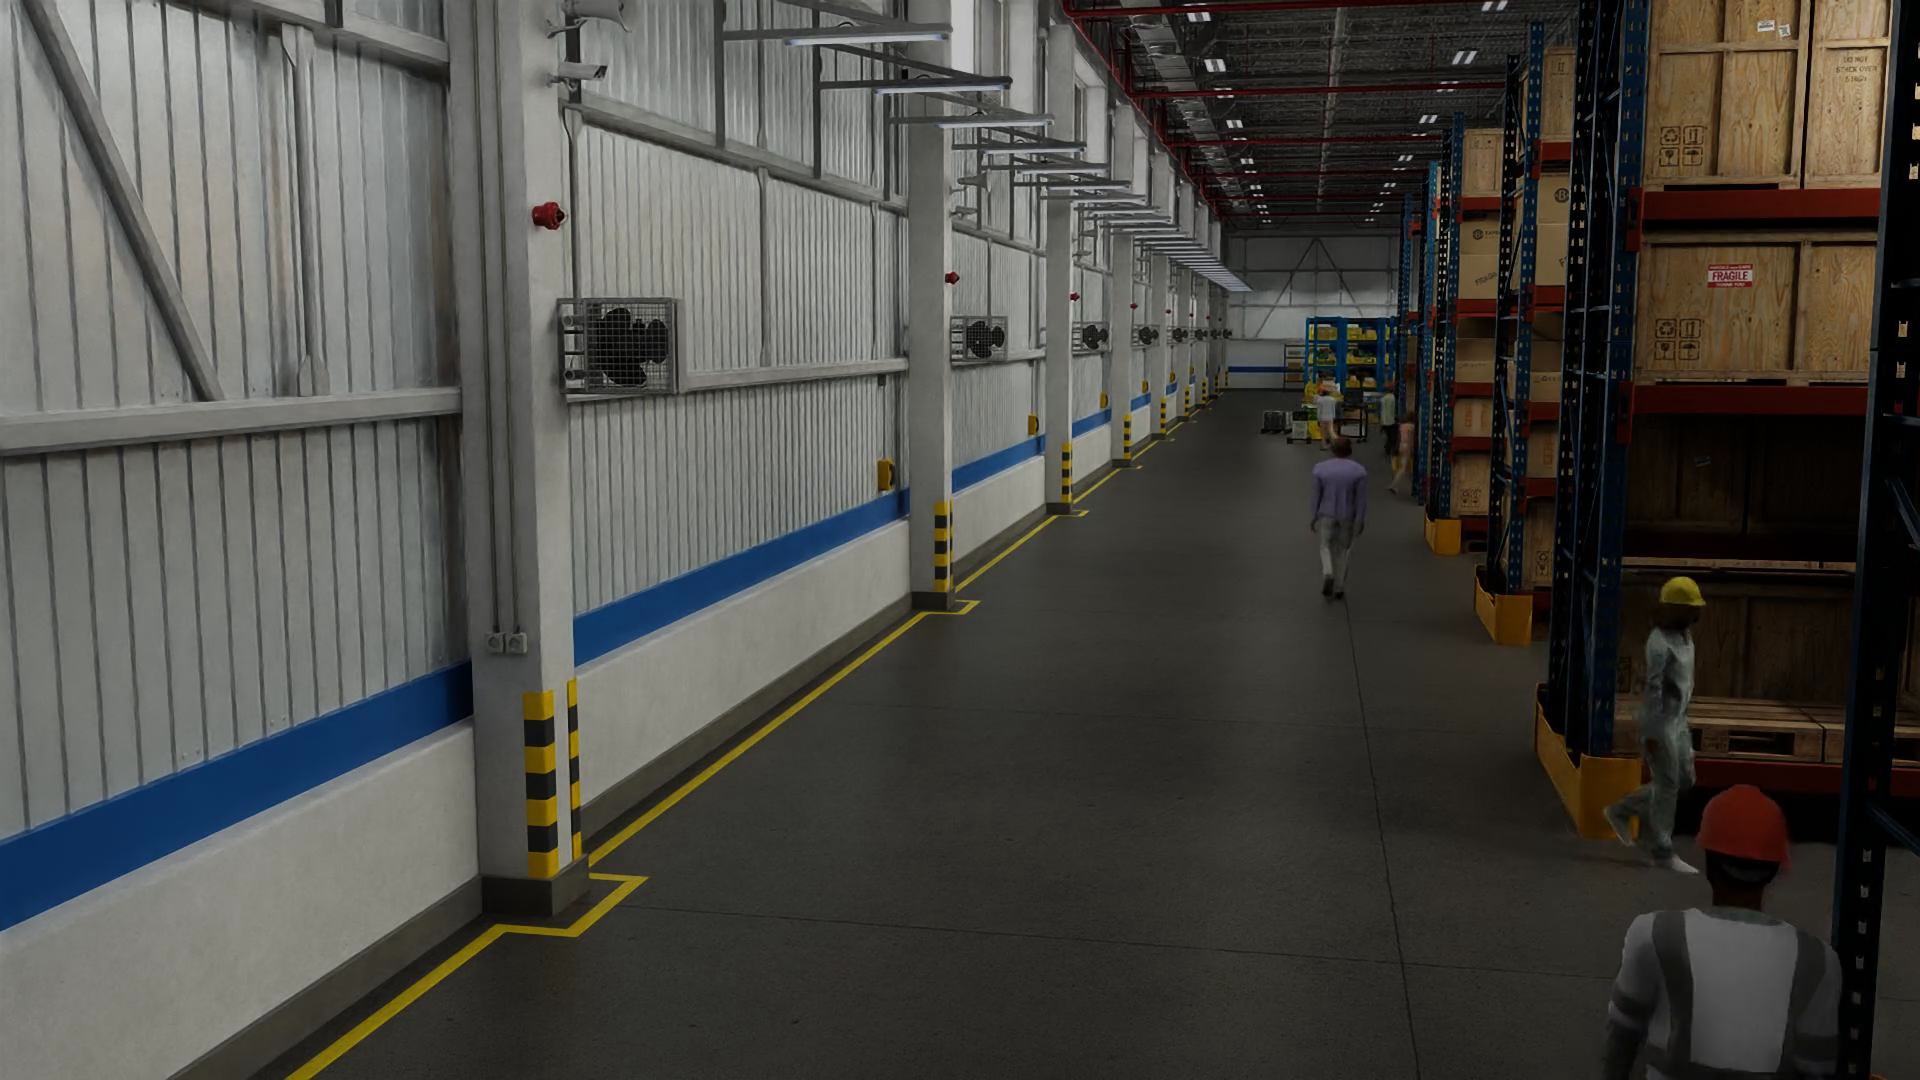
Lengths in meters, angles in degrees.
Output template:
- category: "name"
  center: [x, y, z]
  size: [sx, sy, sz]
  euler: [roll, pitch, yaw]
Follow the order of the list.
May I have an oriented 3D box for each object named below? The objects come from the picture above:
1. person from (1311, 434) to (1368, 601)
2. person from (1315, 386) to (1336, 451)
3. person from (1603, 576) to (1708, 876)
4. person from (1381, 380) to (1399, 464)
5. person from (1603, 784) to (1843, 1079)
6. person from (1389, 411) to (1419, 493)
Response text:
- category: "person"
  center: [4.388, -0.262, 19.255]
  size: [0.648, 1.926, 0.450]
  euler: [2, 7, 12]
- category: "person"
  center: [9.561, -3.162, 43.331]
  size: [0.625, 1.706, 0.600]
  euler: [-2, 7, -15]
- category: "person"
  center: [4.023, 1.045, 9.577]
  size: [0.484, 1.725, 0.502]
  euler: [6, 9, 40]
- category: "person"
  center: [10.151, -2.769, 39.103]
  size: [0.442, 1.983, 0.638]
  euler: [-3, 8, -21]
- category: "person"
  center: [2.059, 1.610, 4.510]
  size: [0.547, 1.889, 1.022]
  euler: [1, 7, 10]
- category: "person"
  center: [8.615, -1.695, 32.116]
  size: [0.799, 1.606, 0.565]
  euler: [-2, 7, -18]
